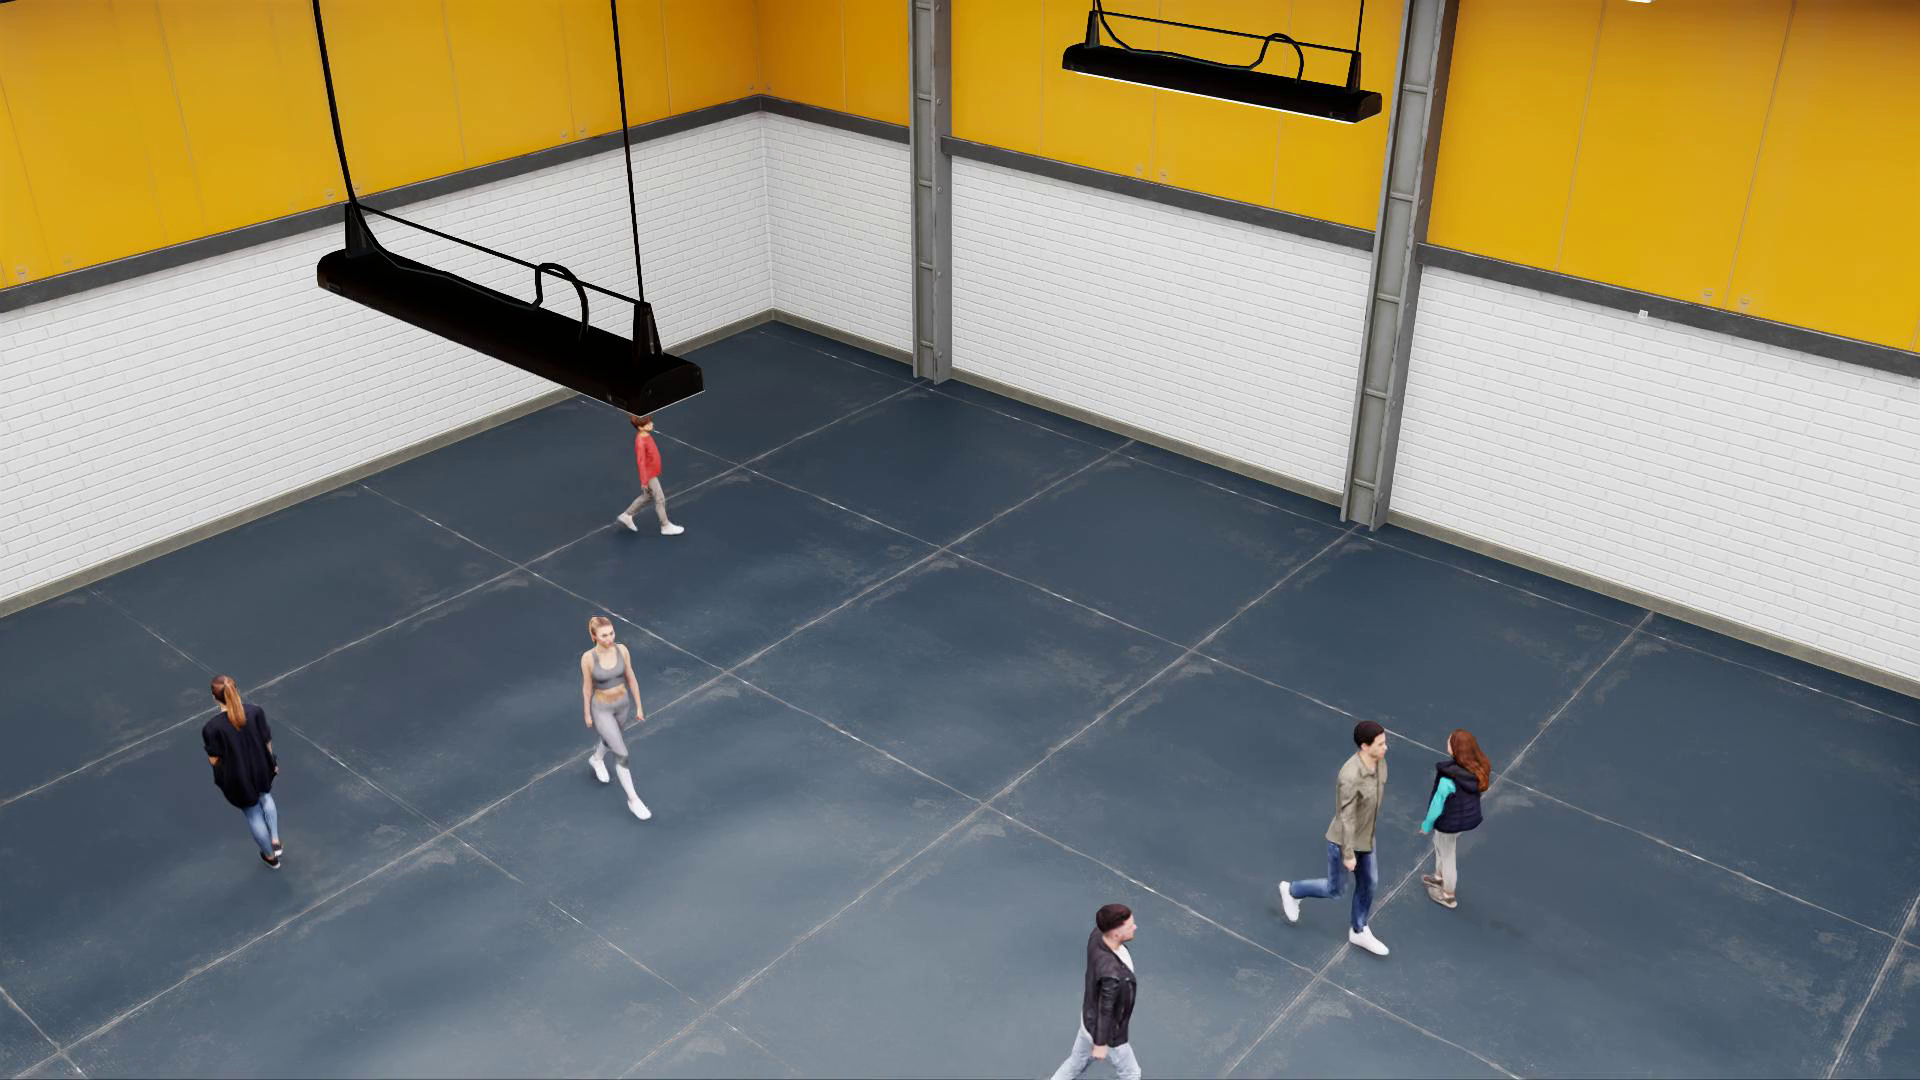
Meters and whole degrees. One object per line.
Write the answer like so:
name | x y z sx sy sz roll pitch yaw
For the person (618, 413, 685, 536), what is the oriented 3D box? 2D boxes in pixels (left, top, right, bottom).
person | -3.234 -0.685 16.934 0.925 1.406 0.874 -3 29 -5

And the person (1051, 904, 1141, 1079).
person | 0.773 2.897 9.947 1.201 1.808 1.161 -3 29 -6

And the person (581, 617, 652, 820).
person | -2.771 1.309 13.012 0.704 1.660 1.171 -22 36 -35

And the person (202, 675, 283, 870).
person | -5.193 1.745 12.196 0.658 1.675 0.716 -23 36 -36

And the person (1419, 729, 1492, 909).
person | 3.582 2.018 11.886 0.617 1.494 0.664 -24 37 -37

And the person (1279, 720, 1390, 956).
person | 2.635 2.024 11.511 1.078 1.842 0.734 24 37 37
